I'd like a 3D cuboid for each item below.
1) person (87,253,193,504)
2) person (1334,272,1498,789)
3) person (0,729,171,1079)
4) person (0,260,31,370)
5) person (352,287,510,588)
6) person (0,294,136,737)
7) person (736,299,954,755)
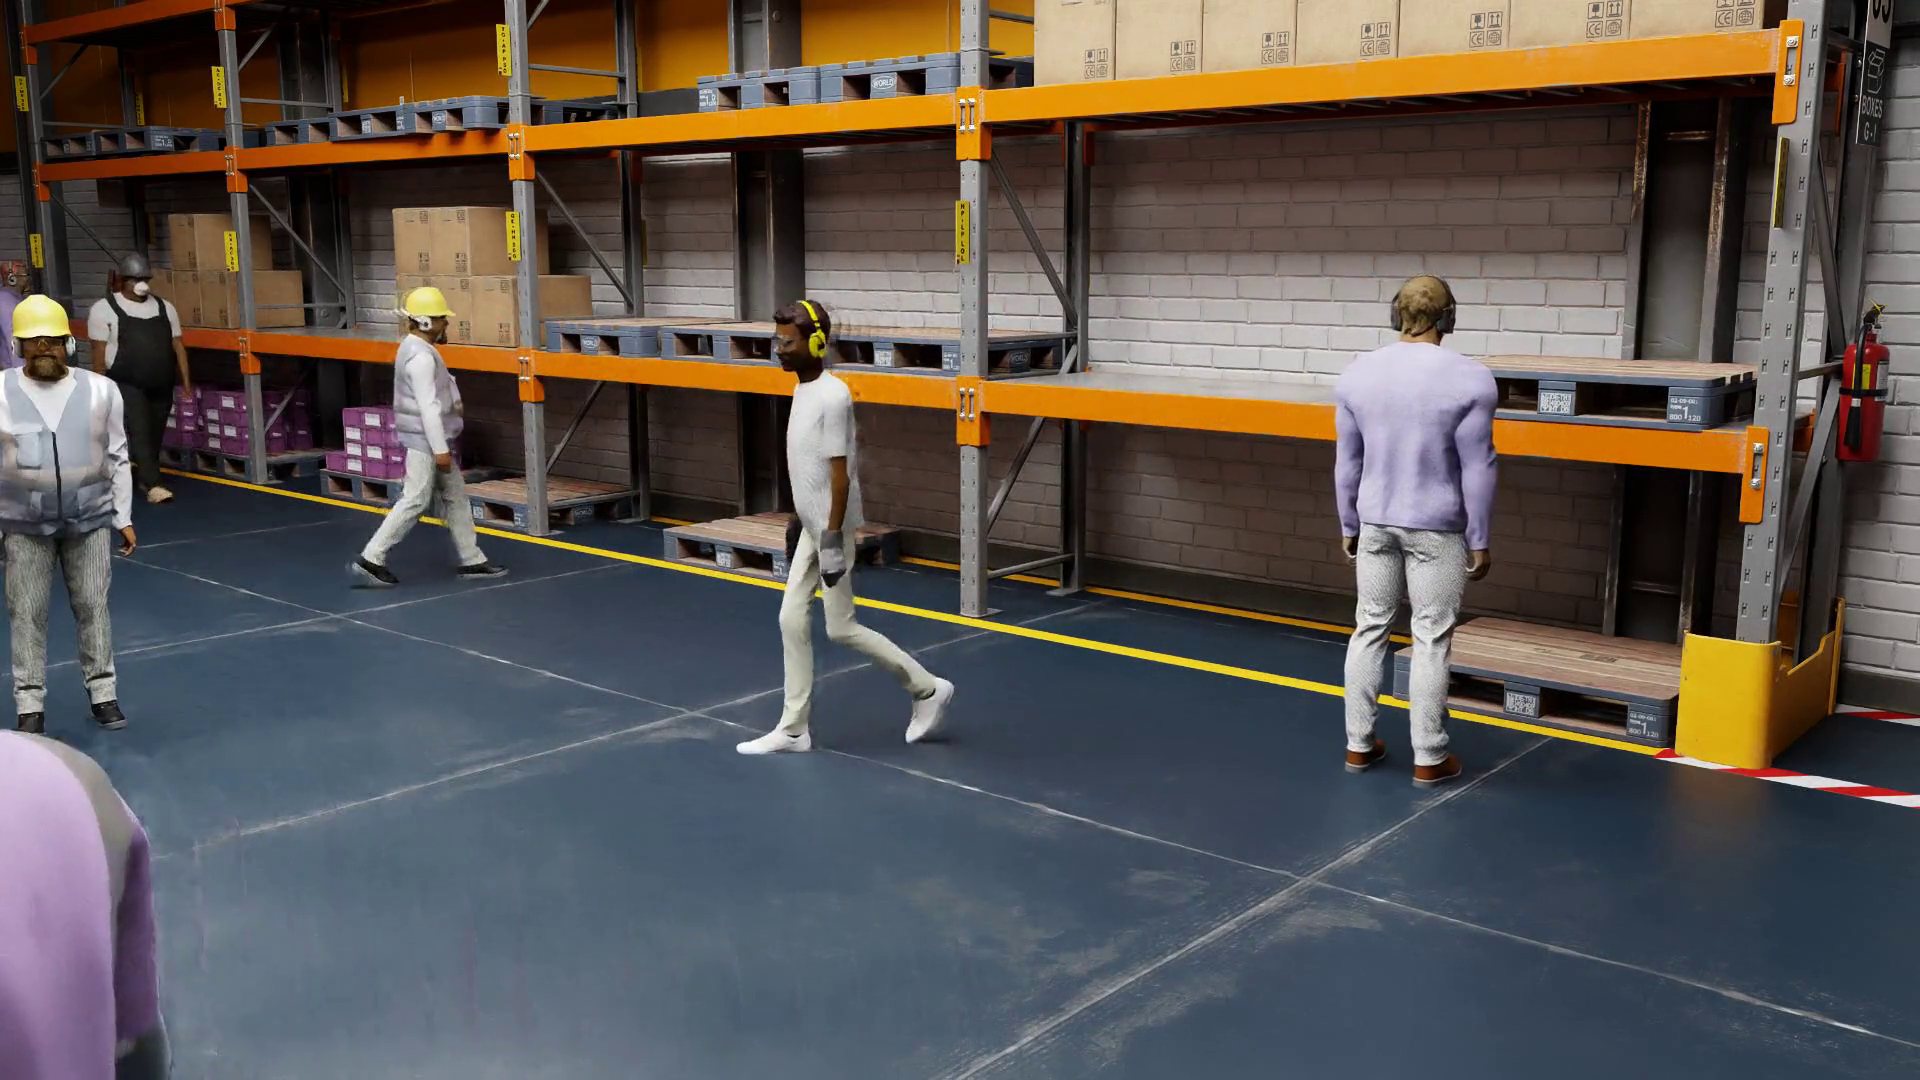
[{"bbox_3d":[-6.574,-1.342,13.424,0.995,2.000,0.691,8,13,37],"label":"person"},{"bbox_3d":[1.709,-0.035,6.299,0.631,1.931,0.358,8,13,38],"label":"person"},{"bbox_3d":[-0.914,0.820,1.236,0.989,1.997,0.623,-2,10,-9],"label":"person"},{"bbox_3d":[-8.563,-1.591,15.218,0.406,1.911,0.639,-5,11,-26],"label":"person"},{"bbox_3d":[-3.227,-0.613,9.963,0.887,1.800,0.599,-3,10,-17],"label":"person"},{"bbox_3d":[-3.739,-0.092,6.891,0.589,1.835,0.404,-7,12,-34],"label":"person"},{"bbox_3d":[-0.461,-0.040,6.629,0.819,1.835,0.512,-3,11,-19],"label":"person"}]
